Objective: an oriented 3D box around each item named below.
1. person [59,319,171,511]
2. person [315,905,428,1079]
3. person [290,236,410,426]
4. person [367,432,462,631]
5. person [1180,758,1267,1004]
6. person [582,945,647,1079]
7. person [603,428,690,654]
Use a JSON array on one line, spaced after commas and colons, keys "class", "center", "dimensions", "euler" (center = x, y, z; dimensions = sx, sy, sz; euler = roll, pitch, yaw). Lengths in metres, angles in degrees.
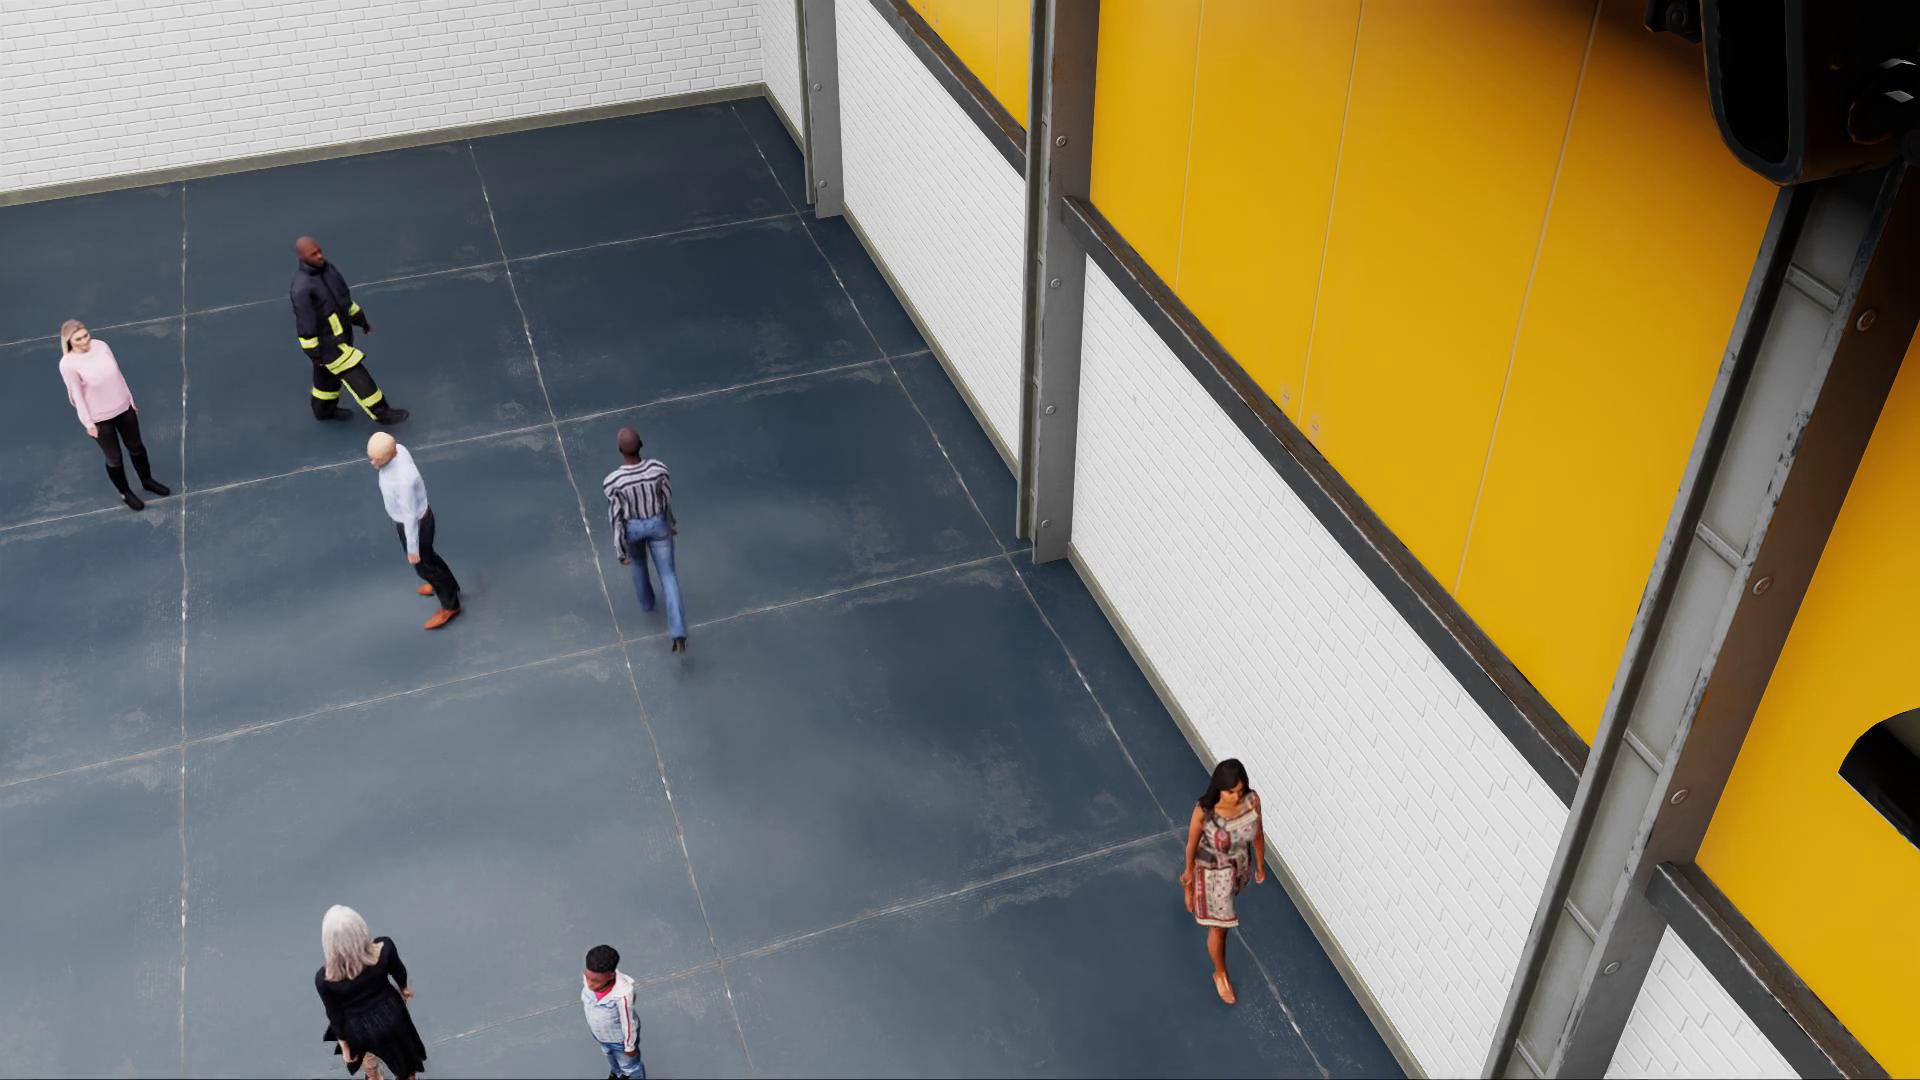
[{"class": "person", "center": [-6.646, -1.000, 12.947], "dimensions": [0.739, 1.682, 0.689], "euler": [19, 42, 22]}, {"class": "person", "center": [-2.940, 2.542, 8.478], "dimensions": [0.787, 1.724, 0.978], "euler": [-25, 45, -28]}, {"class": "person", "center": [-5.316, -1.708, 13.752], "dimensions": [1.064, 1.783, 1.165], "euler": [0, 39, 0]}, {"class": "person", "center": [-3.823, -0.111, 11.782], "dimensions": [0.871, 1.748, 0.651], "euler": [-10, 40, -12]}, {"class": "person", "center": [1.471, 1.791, 9.504], "dimensions": [0.623, 1.616, 1.073], "euler": [-14, 41, -17]}, {"class": "person", "center": [-1.827, 2.564, 8.822], "dimensions": [0.550, 1.261, 0.623], "euler": [25, 45, 28]}, {"class": "person", "center": [-2.147, 0.024, 11.604], "dimensions": [0.667, 1.757, 1.131], "euler": [-15, 41, -17]}]
